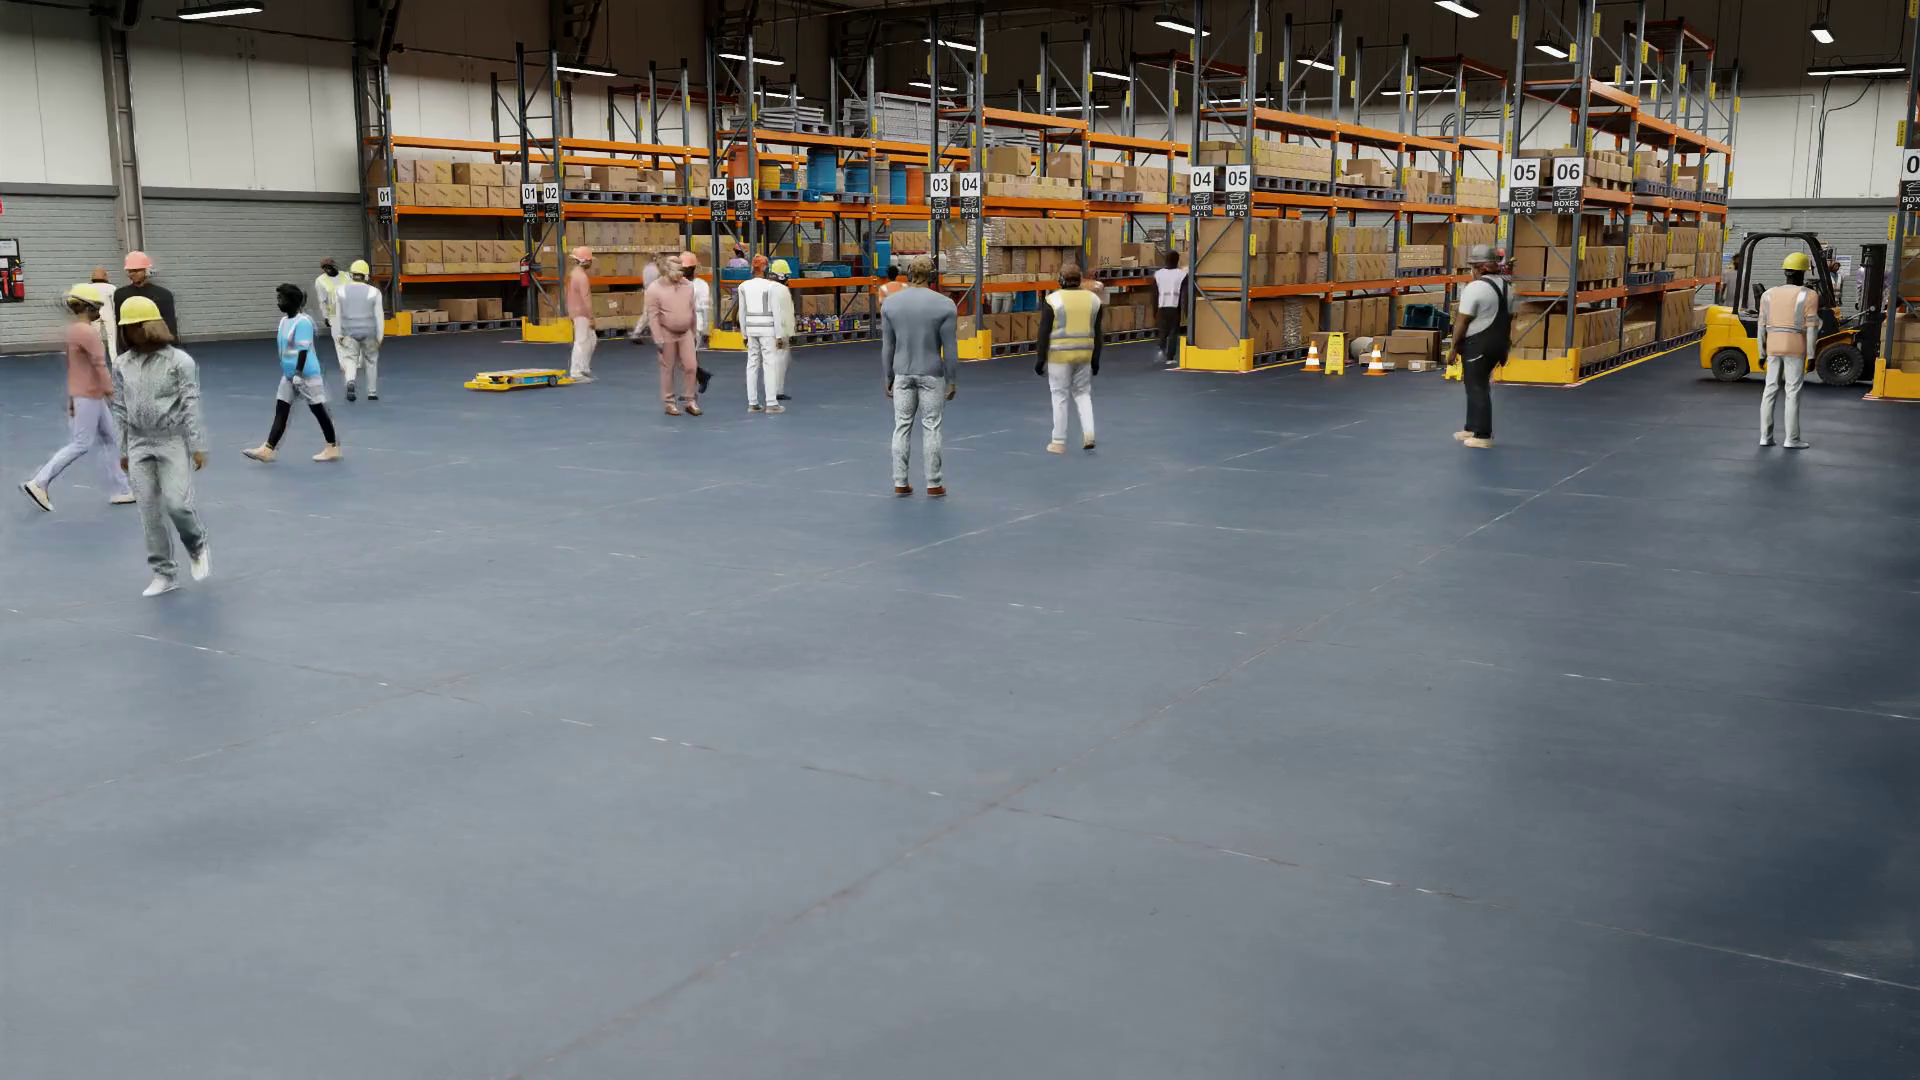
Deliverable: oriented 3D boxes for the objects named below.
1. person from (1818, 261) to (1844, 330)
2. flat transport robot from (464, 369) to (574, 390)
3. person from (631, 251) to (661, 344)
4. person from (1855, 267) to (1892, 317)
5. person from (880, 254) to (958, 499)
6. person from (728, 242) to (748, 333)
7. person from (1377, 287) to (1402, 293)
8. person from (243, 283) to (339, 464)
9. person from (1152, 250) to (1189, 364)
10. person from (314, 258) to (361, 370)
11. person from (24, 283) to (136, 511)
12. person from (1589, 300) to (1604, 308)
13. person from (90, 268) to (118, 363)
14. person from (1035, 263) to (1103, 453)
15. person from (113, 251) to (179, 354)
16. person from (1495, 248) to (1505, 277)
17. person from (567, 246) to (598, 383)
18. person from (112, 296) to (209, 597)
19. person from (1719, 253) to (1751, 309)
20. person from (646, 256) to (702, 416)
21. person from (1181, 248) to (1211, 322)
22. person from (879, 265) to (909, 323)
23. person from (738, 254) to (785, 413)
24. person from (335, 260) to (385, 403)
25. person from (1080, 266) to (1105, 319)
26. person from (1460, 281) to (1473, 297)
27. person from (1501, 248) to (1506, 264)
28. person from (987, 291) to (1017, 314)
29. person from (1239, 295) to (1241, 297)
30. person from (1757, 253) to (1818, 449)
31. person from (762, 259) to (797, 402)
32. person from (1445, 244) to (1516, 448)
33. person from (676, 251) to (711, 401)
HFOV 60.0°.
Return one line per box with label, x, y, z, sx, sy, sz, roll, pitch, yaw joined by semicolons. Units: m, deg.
person;18.422;-5.066;35.183;0.514;1.642;0.314;-1;10;-7
flat transport robot;-6.179;-2.266;23.337;0.652;0.197;1.431;7;12;33
person;-6.158;-4.836;33.286;0.974;1.867;0.646;-6;12;-30
person;17.323;-4.560;31.576;0.588;1.918;0.397;6;12;30
person;-0.320;-1.286;13.204;0.627;1.936;0.362;2;10;13
person;-4.811;-5.498;36.484;0.616;2.040;0.381;9;13;40
person;10.108;-5.876;39.129;0.659;1.860;0.980;7;12;35
person;-6.122;-1.508;15.198;0.856;1.646;0.555;-10;14;-44
person;3.546;-3.896;27.909;0.621;1.900;0.449;6;12;29
person;-9.863;-3.580;26.464;0.708;1.796;0.595;-5;11;-25
person;-6.729;-1.097;12.707;0.840;1.725;0.537;-7;12;-35
person;14.849;-5.854;38.912;0.563;1.889;0.957;3;10;15
person;-14.011;-3.625;27.182;0.498;1.626;0.305;-2;10;-9
person;1.041;-1.742;16.034;0.638;1.838;0.461;-4;11;-22
person;-8.289;-1.965;16.984;0.635;1.944;1.019;-1;10;-5
person;12.032;-5.585;37.361;0.548;1.911;0.843;5;11;28
person;-5.430;-3.250;24.077;0.599;1.968;0.650;-4;11;-23
person;-4.615;-0.538;9.581;0.500;1.724;0.408;0;10;2
person;15.222;-4.719;32.672;0.519;1.842;0.870;6;12;30
person;-3.318;-2.371;19.456;0.665;1.867;0.681;-7;12;-36
person;4.443;-4.561;31.502;0.631;1.958;0.976;5;11;24
person;-1.075;-3.707;27.472;0.537;1.674;0.718;-1;10;-8
person;-2.368;-2.457;19.882;0.573;1.887;0.356;5;11;26
person;-7.556;-2.617;20.969;0.604;1.816;0.651;-1;10;-8
person;2.322;-4.100;29.856;0.524;1.616;0.654;8;13;37
person;13.421;-6.740;43.793;0.549;1.916;0.692;7;12;35
person;14.090;-6.670;43.103;0.620;2.022;0.708;-7;12;-34
person;0.839;-4.813;32.983;0.629;1.930;0.377;0;10;1
person;5.716;-4.703;32.601;0.501;1.834;0.407;6;12;31
person;8.191;-1.867;16.463;0.375;1.929;0.585;-7;12;-34
person;-2.302;-2.671;21.300;0.426;1.818;0.599;-5;11;-27
person;5.109;-1.953;16.626;0.688;2.000;0.745;-9;13;-40
person;-3.450;-2.768;21.518;0.551;1.920;0.643;6;12;31
